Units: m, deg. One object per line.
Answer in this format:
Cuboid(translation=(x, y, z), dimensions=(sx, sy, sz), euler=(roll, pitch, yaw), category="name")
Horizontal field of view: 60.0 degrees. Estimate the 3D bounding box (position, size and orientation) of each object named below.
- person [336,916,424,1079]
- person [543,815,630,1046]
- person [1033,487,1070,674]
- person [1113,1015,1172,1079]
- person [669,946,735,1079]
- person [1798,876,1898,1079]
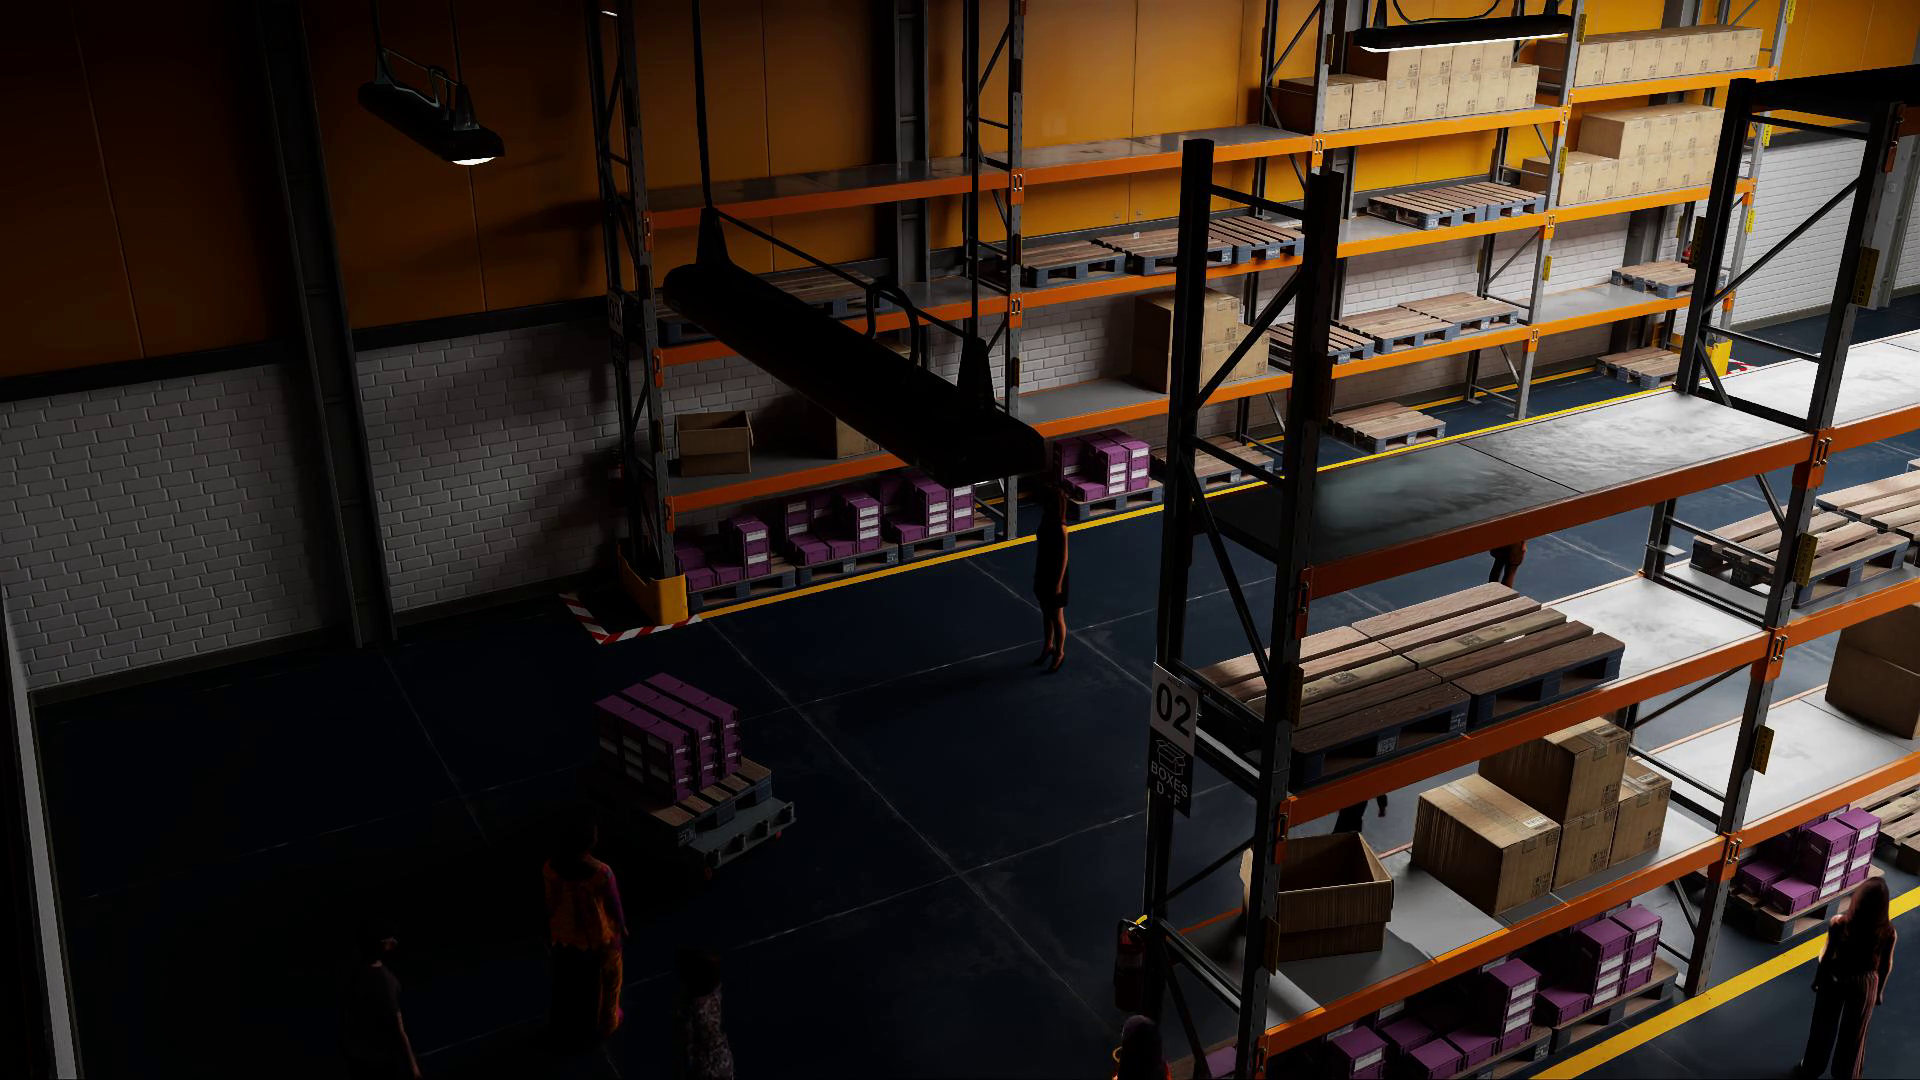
Cuboid(translation=(-3.415, 2.942, 9.540), dimensions=(0.917, 1.818, 0.819), euler=(11, 26, 23), category="person")
Cuboid(translation=(-2.410, 2.517, 10.717), dimensions=(0.846, 1.654, 0.912), euler=(2, 24, 4), category="person")
Cuboid(translation=(0.852, 0.366, 15.412), dimensions=(0.524, 1.835, 0.584), euler=(-12, 26, -25), category="person")
Cuboid(translation=(0.993, 3.302, 8.829), dimensions=(1.012, 1.729, 0.824), euler=(-21, 31, -39), category="person")
Cuboid(translation=(-1.404, 3.026, 9.501), dimensions=(0.965, 1.695, 1.044), euler=(13, 27, 26), category="person")
Cuboid(translation=(5.512, 2.749, 10.301), dimensions=(0.639, 1.562, 0.675), euler=(11, 26, 23), category="person")
